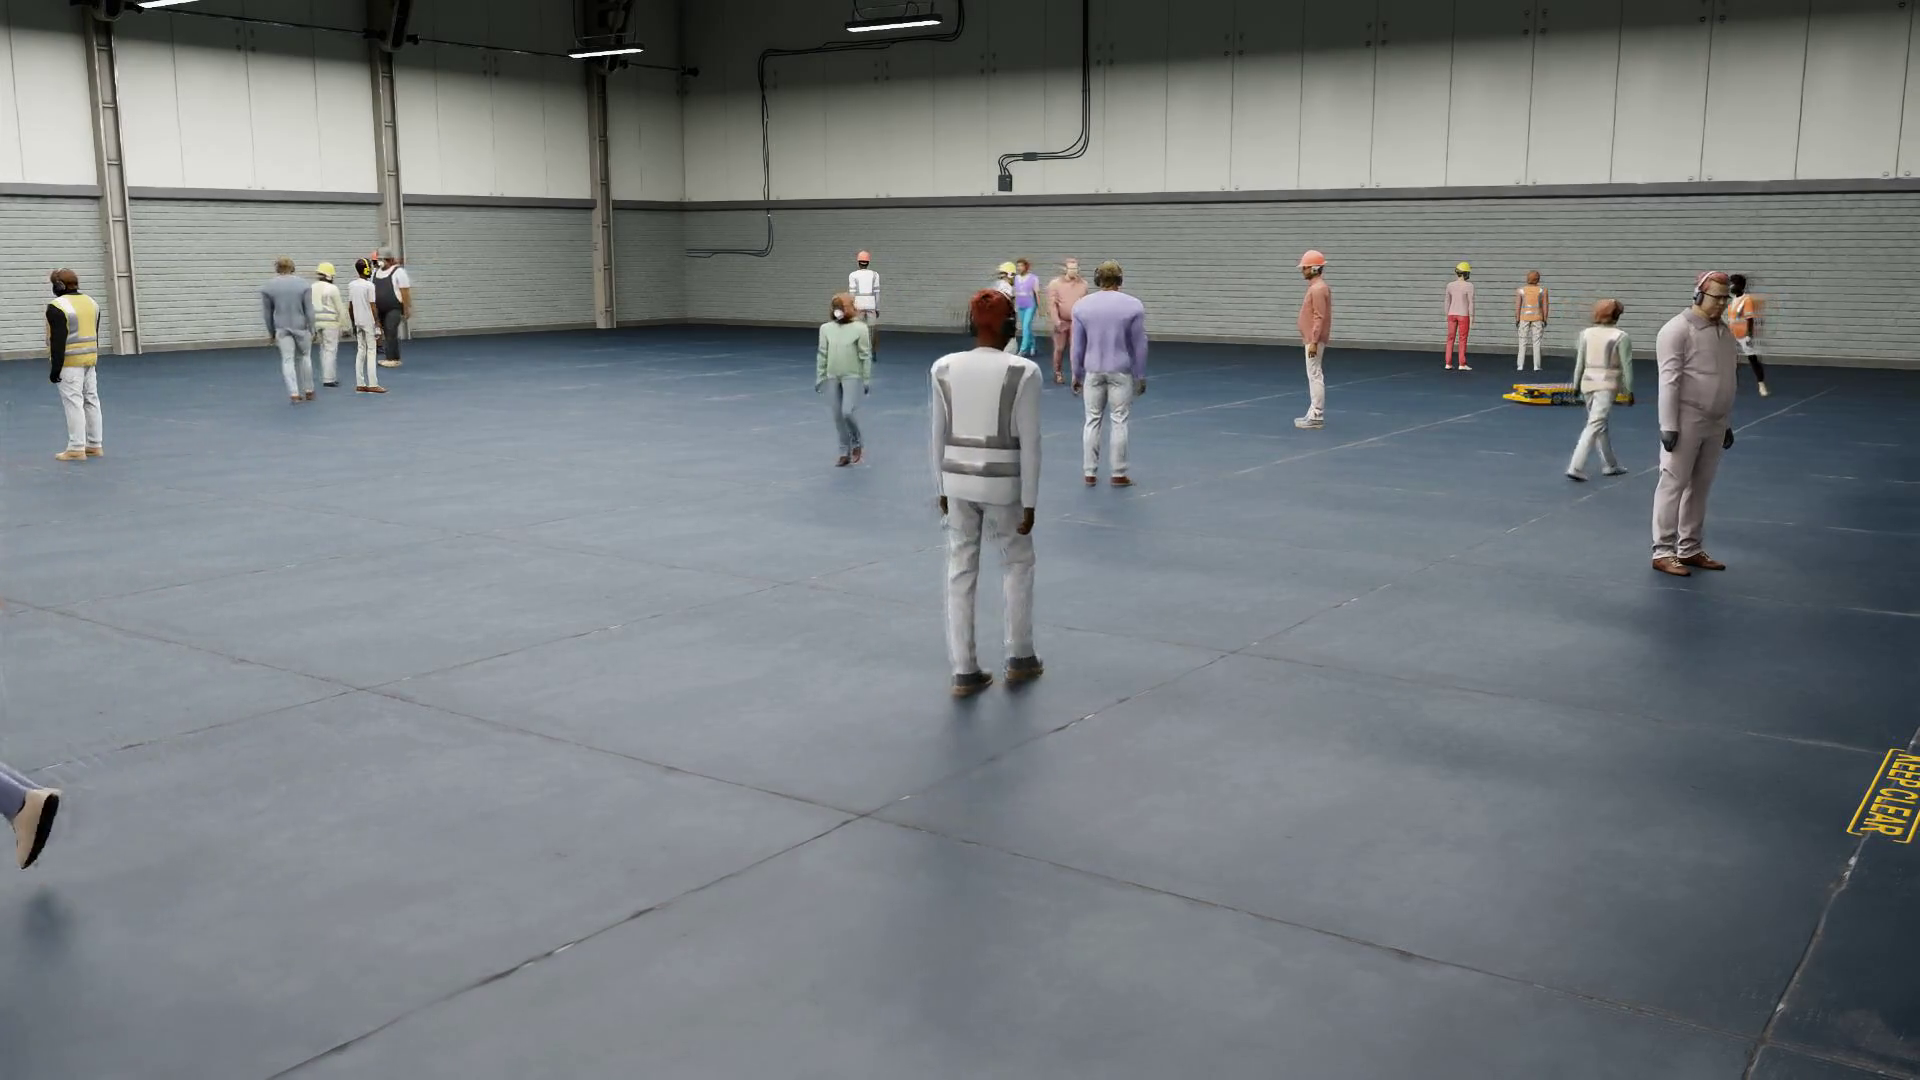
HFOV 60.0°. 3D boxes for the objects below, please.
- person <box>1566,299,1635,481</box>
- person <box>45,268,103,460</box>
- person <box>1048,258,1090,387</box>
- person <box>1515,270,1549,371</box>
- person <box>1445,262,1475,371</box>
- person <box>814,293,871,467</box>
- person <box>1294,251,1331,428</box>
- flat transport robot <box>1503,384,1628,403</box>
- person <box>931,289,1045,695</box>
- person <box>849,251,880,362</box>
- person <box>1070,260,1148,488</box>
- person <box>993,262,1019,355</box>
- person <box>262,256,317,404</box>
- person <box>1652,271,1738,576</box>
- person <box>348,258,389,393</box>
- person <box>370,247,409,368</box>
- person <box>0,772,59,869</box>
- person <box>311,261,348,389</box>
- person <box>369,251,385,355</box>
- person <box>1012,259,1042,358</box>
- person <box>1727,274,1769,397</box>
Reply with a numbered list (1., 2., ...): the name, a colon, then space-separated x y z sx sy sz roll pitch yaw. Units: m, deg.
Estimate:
1. person: 5.646 -1.318 14.629 0.880 1.593 0.541 -5 12 -28
2. person: -8.544 -1.690 16.014 0.429 1.844 0.627 1 10 7
3. person: 1.597 -3.199 24.401 0.625 1.866 0.898 -1 10 -7
4. person: 9.293 -3.561 27.053 0.514 1.643 0.307 4 11 23
5. person: 8.201 -3.660 27.268 0.321 1.765 0.533 -9 13 -40
6. person: -1.101 -1.480 15.451 0.510 1.618 0.358 5 11 24
7. person: 3.973 -2.258 18.768 0.397 1.990 0.624 2 10 10
8. flat transport robot: 7.908 -1.919 21.696 1.431 0.197 0.652 -2 10 -12
9. person: 0.150 -0.235 7.803 0.591 1.856 0.736 4 11 22
10. person: -1.683 -4.083 29.149 0.550 1.935 0.375 -3 11 -16
11. person: 1.264 -1.403 14.150 0.663 1.933 0.362 2 10 13
12. person: 0.658 -3.146 24.269 0.451 1.813 0.598 -3 10 -15
13. person: -8.745 -2.748 21.778 0.638 1.896 0.933 -2 10 -14
14. person: 4.660 -0.731 10.484 0.639 1.902 0.406 -6 12 -31
15. person: -8.243 -2.969 23.101 0.538 1.869 0.312 6 12 29
16. person: -9.654 -3.897 27.819 0.701 2.000 0.920 4 11 22
17. person: -3.230 0.306 5.103 0.592 1.738 0.515 -3 11 -16
18. person: -9.083 -3.086 23.902 0.606 1.828 0.409 6 12 29
19. person: -10.847 -4.434 31.140 0.378 1.933 0.556 -5 11 -26
20. person: 1.260 -4.248 30.471 0.597 1.807 0.893 7 13 36
21. person: 10.736 -2.786 22.692 0.630 1.662 0.574 -2 10 -10
